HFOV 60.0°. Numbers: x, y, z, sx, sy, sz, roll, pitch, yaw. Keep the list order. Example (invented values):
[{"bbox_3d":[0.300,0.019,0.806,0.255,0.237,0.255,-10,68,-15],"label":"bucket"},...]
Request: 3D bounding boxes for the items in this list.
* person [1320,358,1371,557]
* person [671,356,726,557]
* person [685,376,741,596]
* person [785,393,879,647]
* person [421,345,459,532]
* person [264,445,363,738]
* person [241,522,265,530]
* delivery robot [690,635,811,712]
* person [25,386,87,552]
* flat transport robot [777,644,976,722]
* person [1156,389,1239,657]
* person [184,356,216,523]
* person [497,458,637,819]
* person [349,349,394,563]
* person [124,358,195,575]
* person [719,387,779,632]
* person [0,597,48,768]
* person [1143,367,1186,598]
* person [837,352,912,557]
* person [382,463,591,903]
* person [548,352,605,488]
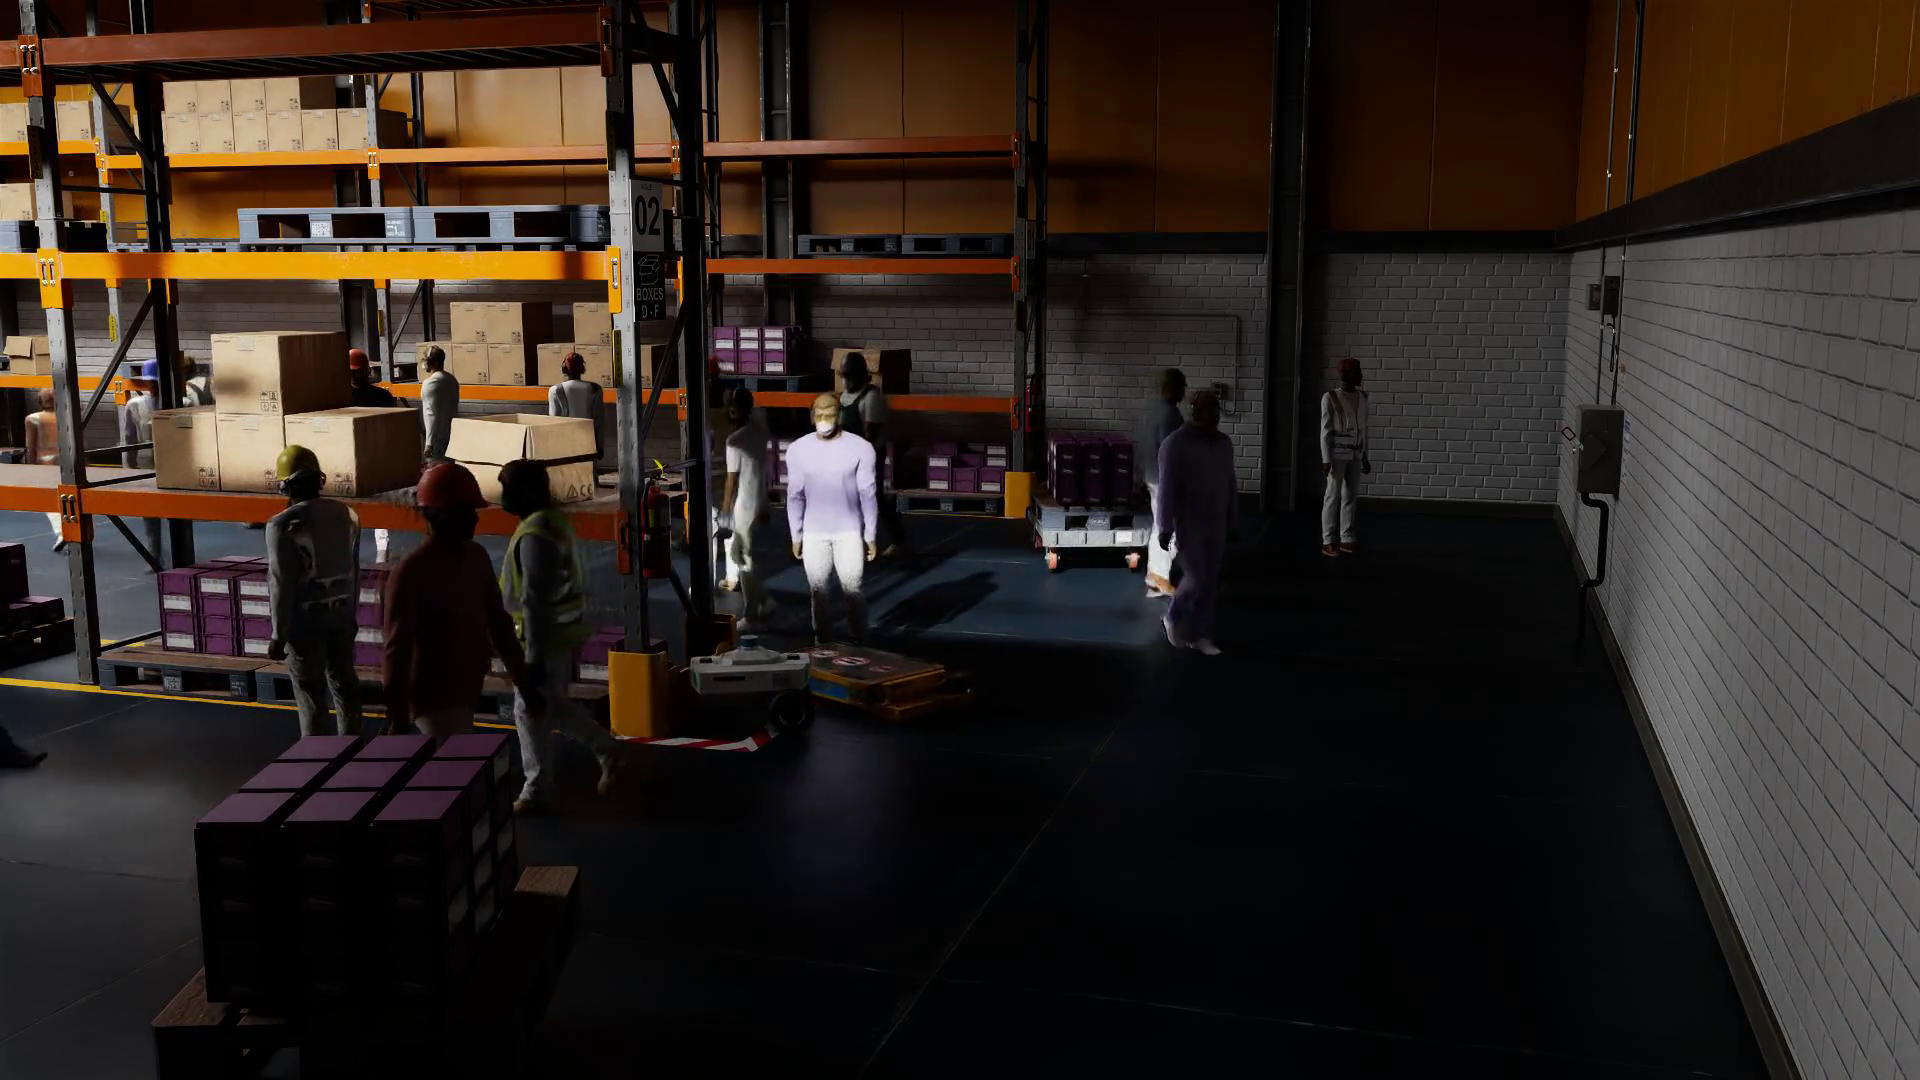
[{"bbox_3d":[3.670,-0.785,15.826,0.581,1.883,0.350,-6,11,-31],"label":"person"},{"bbox_3d":[-2.392,-0.786,15.760,0.926,1.897,0.552,7,12,37],"label":"person"},{"bbox_3d":[-2.061,-0.451,13.921,0.429,1.842,0.633,8,13,42],"label":"person"},{"bbox_3d":[-0.860,-0.035,11.199,0.634,1.919,0.422,1,9,7],"label":"person"},{"bbox_3d":[-5.368,-1.040,17.212,0.352,1.937,0.635,1,9,6],"label":"person"},{"bbox_3d":[-3.385,0.415,8.695,0.404,1.824,0.591,4,10,24],"label":"person"},{"bbox_3d":[-7.432,-0.974,17.255,0.471,1.795,0.623,-1,9,-8],"label":"person"},{"bbox_3d":[-1.249,0.808,9.870,0.707,0.478,0.477,-1,9,-9],"label":"delivery robot"},{"bbox_3d":[-8.670,-0.677,16.030,0.567,1.603,0.526,8,12,40],"label":"person"},{"bbox_3d":[-0.629,0.876,10.605,0.652,0.197,1.431,-9,13,-44],"label":"flat transport robot"},{"bbox_3d":[1.704,-0.115,11.699,0.671,1.891,0.425,-7,12,-36],"label":"person"},{"bbox_3d":[-8.127,-1.096,18.013,0.342,1.810,0.670,8,12,40],"label":"person"},{"bbox_3d":[-2.000,0.490,8.269,0.608,1.821,0.637,-1,9,-6],"label":"person"},{"bbox_3d":[-5.520,-0.764,15.357,0.617,1.993,0.396,-1,9,-6],"label":"person"},{"bbox_3d":[-7.104,-0.653,14.837,0.620,1.945,0.404,-2,10,-15],"label":"person"},{"bbox_3d":[-1.635,-0.219,12.459,0.384,1.856,0.559,3,10,20],"label":"person"},{"bbox_3d":[-5.574,0.370,9.069,0.983,1.796,0.570,-1,9,-5],"label":"person"},{"bbox_3d":[1.732,-0.467,13.794,0.450,1.912,0.663,0,9,-3],"label":"person"},{"bbox_3d":[-0.910,-0.818,15.549,0.991,2.000,0.671,-8,13,-42],"label":"person"},{"bbox_3d":[-2.039,0.646,6.916,1.034,1.933,0.607,2,9,10],"label":"person"},{"bbox_3d":[-3.889,-0.961,16.908,0.574,1.882,0.356,-5,11,-30],"label":"person"}]
